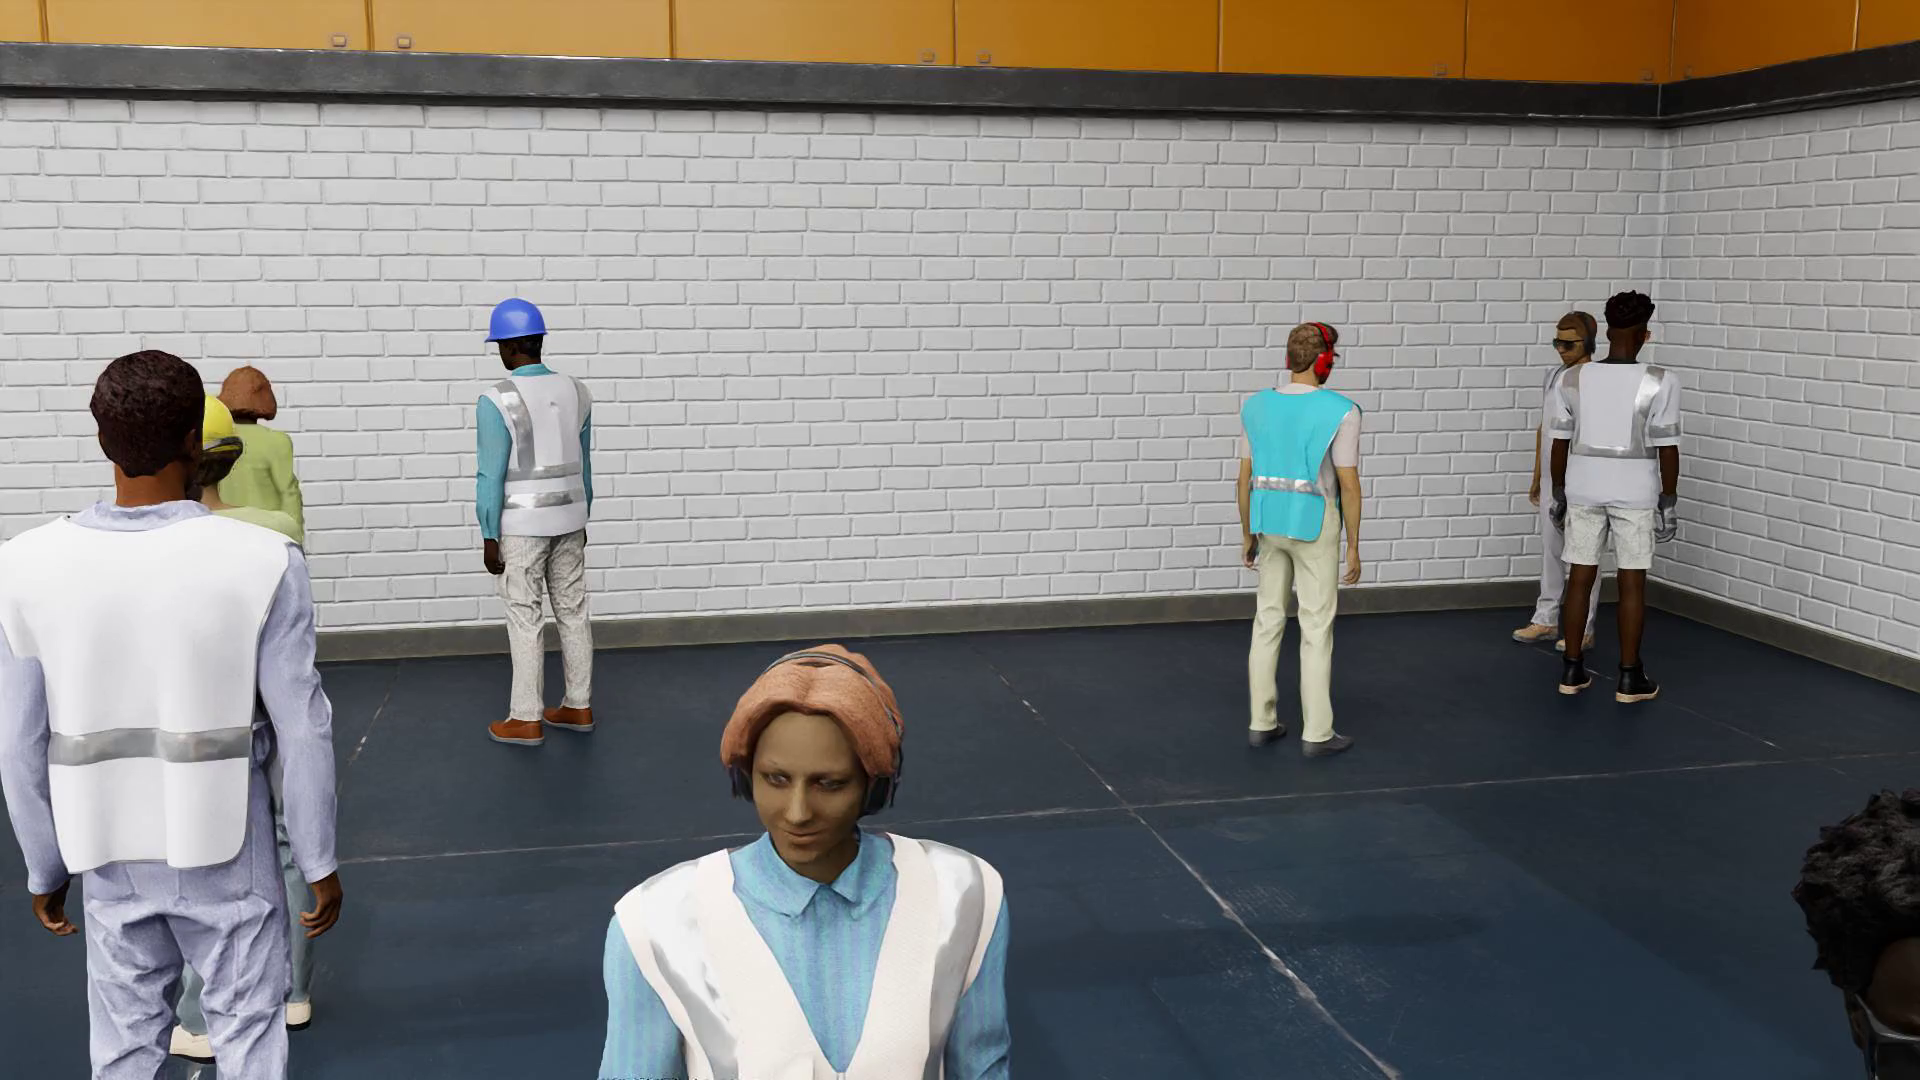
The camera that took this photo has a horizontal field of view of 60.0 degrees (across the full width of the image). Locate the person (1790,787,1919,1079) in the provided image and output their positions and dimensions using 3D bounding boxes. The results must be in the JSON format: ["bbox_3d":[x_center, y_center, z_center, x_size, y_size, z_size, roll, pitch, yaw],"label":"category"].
[{"bbox_3d":[0.723,1.017,1.327,0.535,1.697,0.318,3,10,15],"label":"person"}]

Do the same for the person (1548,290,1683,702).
[{"bbox_3d":[3.138,-0.211,7.986,0.614,1.963,0.362,8,12,39],"label":"person"}]

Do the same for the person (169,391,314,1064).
[{"bbox_3d":[-1.957,0.482,4.367,0.300,1.772,0.525,8,12,41],"label":"person"}]

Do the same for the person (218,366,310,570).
[{"bbox_3d":[-3.208,0.040,7.538,0.525,1.638,0.408,3,10,15],"label":"person"}]

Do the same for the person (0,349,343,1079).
[{"bbox_3d":[-1.500,0.600,3.196,0.596,1.915,0.380,-1,9,-4],"label":"person"}]

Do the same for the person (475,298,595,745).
[{"bbox_3d":[-1.856,-0.076,7.259,0.417,1.939,0.605,7,11,35],"label":"person"}]

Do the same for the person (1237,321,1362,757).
[{"bbox_3d":[1.433,-0.001,7.077,0.570,1.842,0.372,8,13,42],"label":"person"}]

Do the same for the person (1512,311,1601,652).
[{"bbox_3d":[3.303,-0.314,9.008,0.345,1.840,0.504,-5,11,-29],"label":"person"}]

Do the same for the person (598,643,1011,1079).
[{"bbox_3d":[-0.175,0.929,2.043,0.520,1.636,0.312,-3,10,-18],"label":"person"}]
